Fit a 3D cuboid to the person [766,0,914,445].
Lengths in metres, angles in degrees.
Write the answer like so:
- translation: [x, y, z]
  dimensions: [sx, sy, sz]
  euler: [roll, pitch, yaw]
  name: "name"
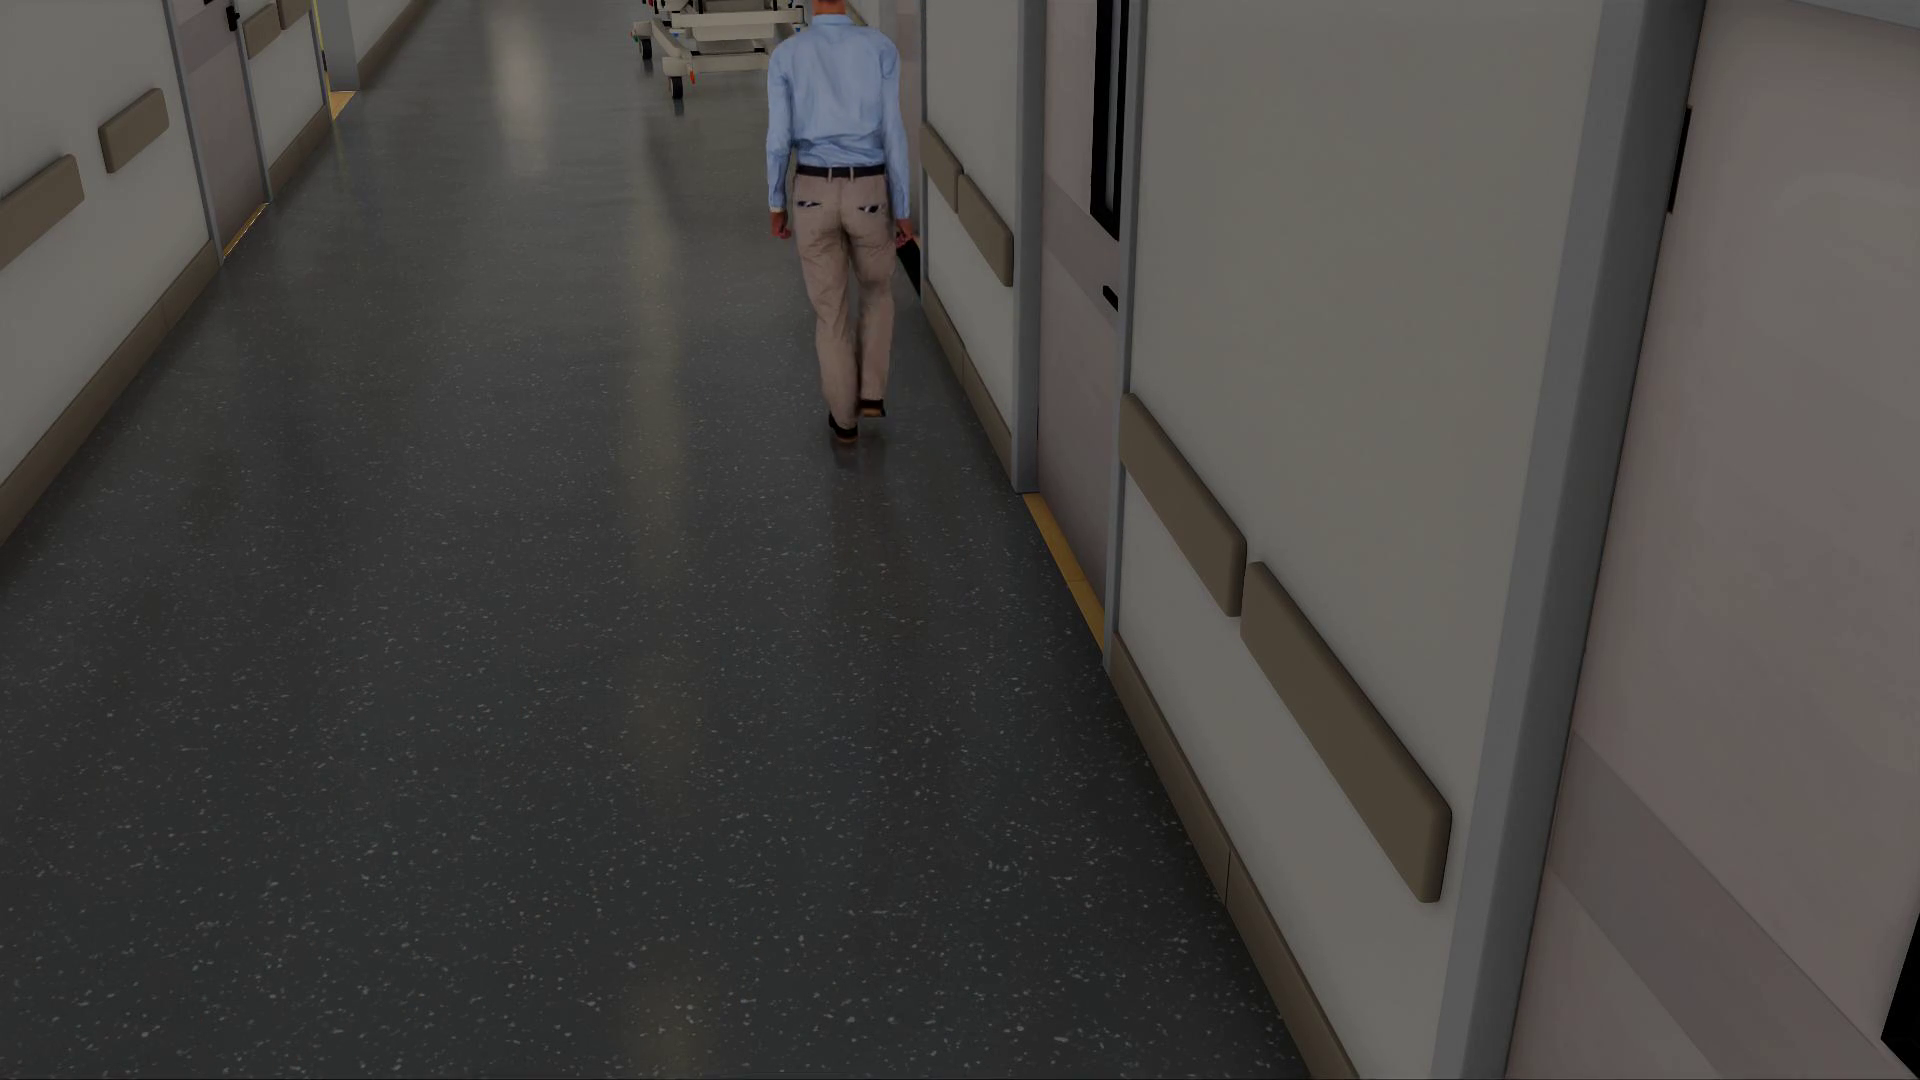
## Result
- translation: [-0.418, -1.190, 6.018]
  dimensions: [0.541, 1.828, 0.731]
  euler: [-3, 26, -7]
  name: "person"
